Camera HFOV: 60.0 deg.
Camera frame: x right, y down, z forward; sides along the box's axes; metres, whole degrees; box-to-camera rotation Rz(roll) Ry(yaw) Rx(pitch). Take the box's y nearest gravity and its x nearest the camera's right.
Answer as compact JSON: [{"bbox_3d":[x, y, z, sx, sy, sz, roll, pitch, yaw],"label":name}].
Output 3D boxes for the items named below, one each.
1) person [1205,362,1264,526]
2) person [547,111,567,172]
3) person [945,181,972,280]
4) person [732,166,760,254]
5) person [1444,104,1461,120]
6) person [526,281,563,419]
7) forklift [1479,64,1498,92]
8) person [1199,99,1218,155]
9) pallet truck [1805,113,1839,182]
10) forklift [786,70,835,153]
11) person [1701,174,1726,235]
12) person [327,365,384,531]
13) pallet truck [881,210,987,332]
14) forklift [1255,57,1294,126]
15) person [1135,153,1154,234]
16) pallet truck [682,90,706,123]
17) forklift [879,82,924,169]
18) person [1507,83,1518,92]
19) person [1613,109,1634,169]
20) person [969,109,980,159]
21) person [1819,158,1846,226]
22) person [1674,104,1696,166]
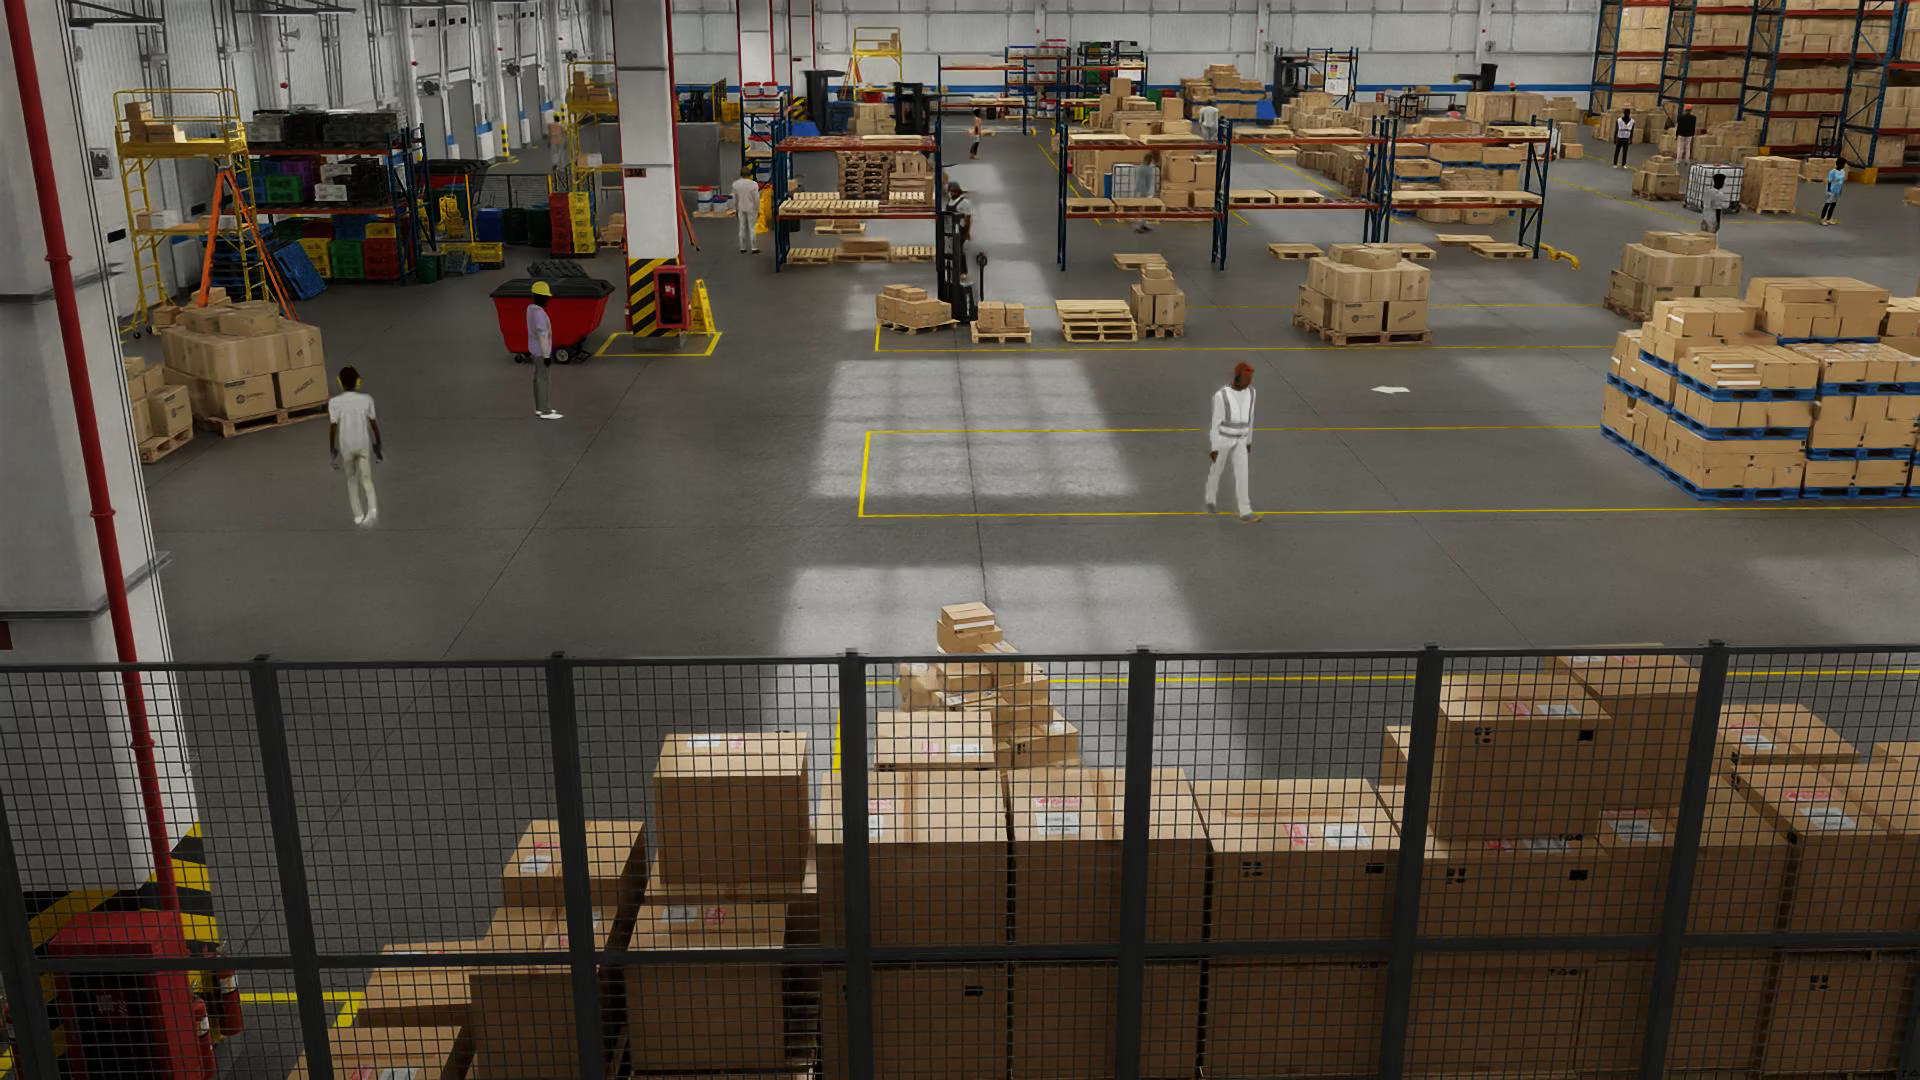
[{"bbox_3d":[3.081,-1.083,18.699,0.643,1.825,0.966,-8,20,-23],"label":"person"},{"bbox_3d":[-12.873,-12.748,53.188,0.608,1.905,0.453,-1,19,-2],"label":"person"},{"bbox_3d":[-0.121,-6.338,33.968,0.704,2.000,0.691,-10,21,-28],"label":"person"},{"bbox_3d":[-4.758,-7.360,37.157,0.630,1.940,0.372,4,19,12],"label":"person"},{"bbox_3d":[16.975,-14.182,57.638,0.630,1.781,0.970,-7,20,-21],"label":"person"},{"bbox_3d":[-5.823,-2.647,23.201,0.375,1.921,0.586,-9,21,-25],"label":"person"},{"bbox_3d":[20.136,-16.775,63.636,1.873,2.768,1.129,0,19,-1],"label":"forklift"},{"bbox_3d":[8.752,-14.563,58.601,0.655,1.883,1.004,3,19,10],"label":"person"},{"bbox_3d":[26.403,-11.957,50.702,0.823,1.965,1.885,6,19,16],"label":"pallet truck"},{"bbox_3d":[-5.176,-15.196,58.951,1.873,2.768,1.129,-7,20,-20],"label":"forklift"},{"bbox_3d":[16.141,-6.886,35.726,0.371,1.960,0.608,-2,19,-7],"label":"person"},{"bbox_3d":[-6.706,-1.000,18.460,0.570,1.837,0.757,-7,20,-19],"label":"person"},{"bbox_3d":[-0.493,-4.759,29.349,1.885,1.965,0.823,-13,23,-34],"label":"pallet truck"},{"bbox_3d":[13.400,-18.646,69.186,1.129,2.768,1.873,-16,25,-40],"label":"forklift"},{"bbox_3d":[4.505,-8.379,40.208,0.522,1.915,0.725,9,20,24],"label":"person"},{"bbox_3d":[-9.671,-15.907,62.421,0.823,1.965,1.885,5,19,15],"label":"pallet truck"},{"bbox_3d":[-1.621,-13.024,52.507,1.129,2.768,1.873,14,23,35],"label":"forklift"},{"bbox_3d":[22.628,-17.810,68.244,0.542,1.896,0.988,8,20,23],"label":"person"},{"bbox_3d":[21.562,-13.050,54.084,0.592,1.910,0.380,2,19,5],"label":"person"},{"bbox_3d":[0.509,-13.895,56.961,0.357,1.675,0.611,-4,19,-11],"label":"person"},{"bbox_3d":[21.805,-8.683,41.483,0.536,1.686,0.333,-8,20,-23],"label":"person"},{"bbox_3d":[23.914,-13.357,54.859,0.610,1.996,0.378,1,19,3],"label":"person"}]
